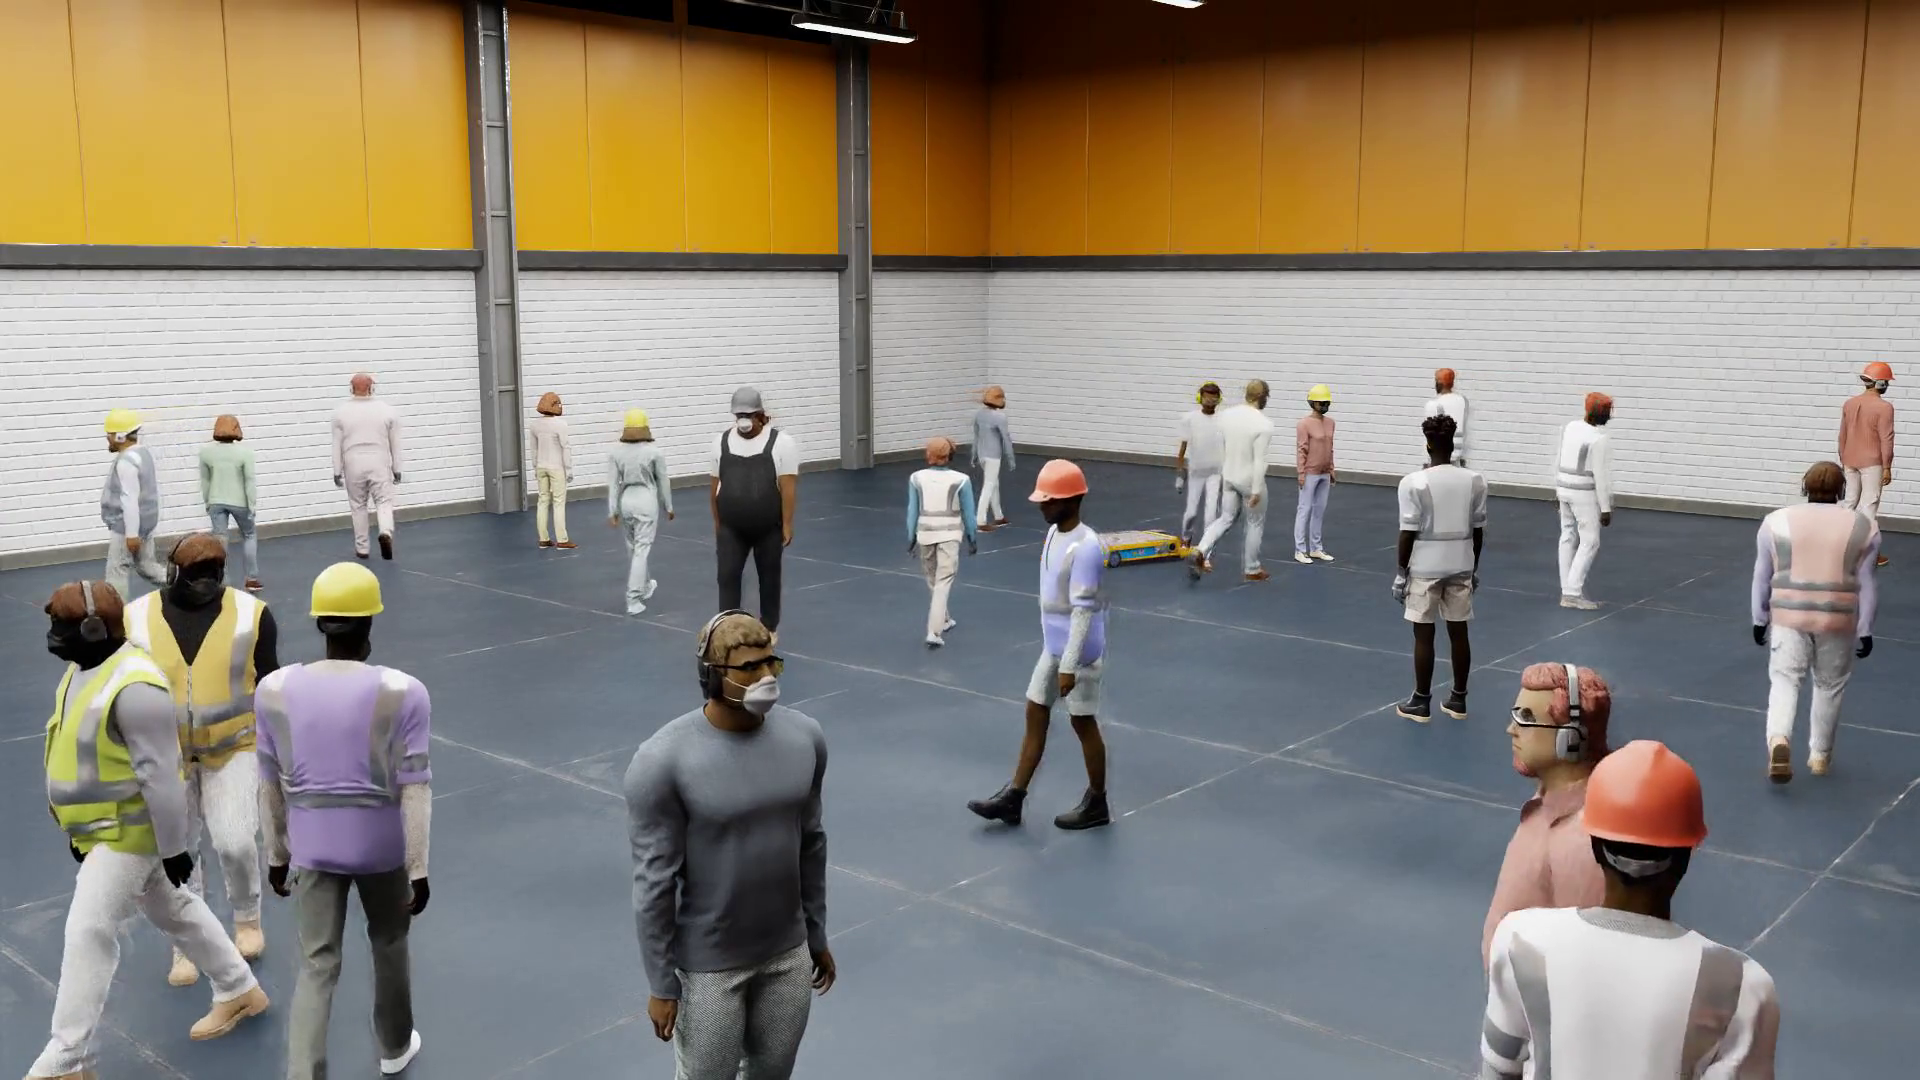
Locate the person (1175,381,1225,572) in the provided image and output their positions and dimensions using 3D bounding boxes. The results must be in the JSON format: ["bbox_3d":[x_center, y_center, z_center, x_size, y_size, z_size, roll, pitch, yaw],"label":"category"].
[{"bbox_3d":[2.352,-0.641,16.149,0.550,1.840,0.753,0,9,-3],"label":"person"}]

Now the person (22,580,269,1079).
[{"bbox_3d":[-2.955,1.013,5.911,0.981,1.790,0.624,-8,12,-41],"label":"person"}]

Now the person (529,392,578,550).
[{"bbox_3d":[-4.220,-0.716,17.224,0.497,1.634,0.278,5,10,27],"label":"person"}]

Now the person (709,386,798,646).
[{"bbox_3d":[-1.569,-0.153,12.421,0.687,2.000,0.867,1,9,3],"label":"person"}]

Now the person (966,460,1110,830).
[{"bbox_3d":[0.432,0.554,8.374,0.783,1.910,0.572,-3,10,-19],"label":"person"}]

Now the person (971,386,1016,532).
[{"bbox_3d":[0.428,-0.900,18.441,0.717,1.604,0.536,-7,11,-37],"label":"person"}]

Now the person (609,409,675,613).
[{"bbox_3d":[-2.715,-0.262,14.203,0.492,1.693,0.909,2,9,13],"label":"person"}]

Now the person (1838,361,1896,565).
[{"bbox_3d":[8.924,-0.756,16.348,0.397,1.992,0.622,-2,9,-14],"label":"person"}]

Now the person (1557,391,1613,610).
[{"bbox_3d":[5.260,-0.337,14.173,0.464,1.855,0.643,-3,9,-18],"label":"person"}]

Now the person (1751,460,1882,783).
[{"bbox_3d":[4.748,0.465,9.269,0.635,1.822,0.778,5,10,29],"label":"person"}]

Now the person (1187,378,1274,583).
[{"bbox_3d":[2.510,-0.515,15.135,0.856,1.906,0.675,-7,11,-36],"label":"person"}]

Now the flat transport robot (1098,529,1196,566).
[{"bbox_3d":[1.594,0.075,16.525,1.431,0.197,0.652,-6,11,-33],"label":"flat transport robot"}]

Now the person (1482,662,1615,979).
[{"bbox_3d":[1.599,1.236,4.188,0.561,1.893,0.656,2,9,14],"label":"person"}]

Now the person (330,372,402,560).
[{"bbox_3d":[-5.866,-0.719,16.456,0.667,1.888,0.738,-4,10,-22],"label":"person"}]

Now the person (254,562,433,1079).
[{"bbox_3d":[-2.047,1.018,5.537,0.591,1.893,0.943,0,9,-3],"label":"person"}]

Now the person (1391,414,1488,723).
[{"bbox_3d":[3.034,0.186,10.560,0.607,1.955,0.373,-2,9,-12],"label":"person"}]

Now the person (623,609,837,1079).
[{"bbox_3d":[-0.605,1.145,4.585,0.630,1.940,0.371,-9,12,-43],"label":"person"}]

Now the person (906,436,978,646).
[{"bbox_3d":[-0.144,-0.001,12.869,0.539,1.594,0.873,3,10,19],"label":"person"}]

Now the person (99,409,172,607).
[{"bbox_3d":[-6.453,-0.141,13.107,0.810,1.803,0.598,-2,9,-12],"label":"person"}]

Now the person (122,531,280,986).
[{"bbox_3d":[-3.083,0.864,6.726,0.658,1.829,0.436,-3,9,-17],"label":"person"}]

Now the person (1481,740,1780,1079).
[{"bbox_3d":[1.368,1.337,3.438,0.567,1.916,0.672,5,11,31],"label":"person"}]

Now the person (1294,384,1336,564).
[{"bbox_3d":[3.526,-0.653,16.416,0.533,1.767,0.313,-7,11,-38],"label":"person"}]

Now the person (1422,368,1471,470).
[{"bbox_3d":[5.136,-0.882,17.536,0.601,1.871,0.614,-3,10,-21],"label":"person"}]

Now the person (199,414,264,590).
[{"bbox_3d":[-6.456,-0.316,14.767,0.517,1.613,0.602,-1,9,-5],"label":"person"}]
